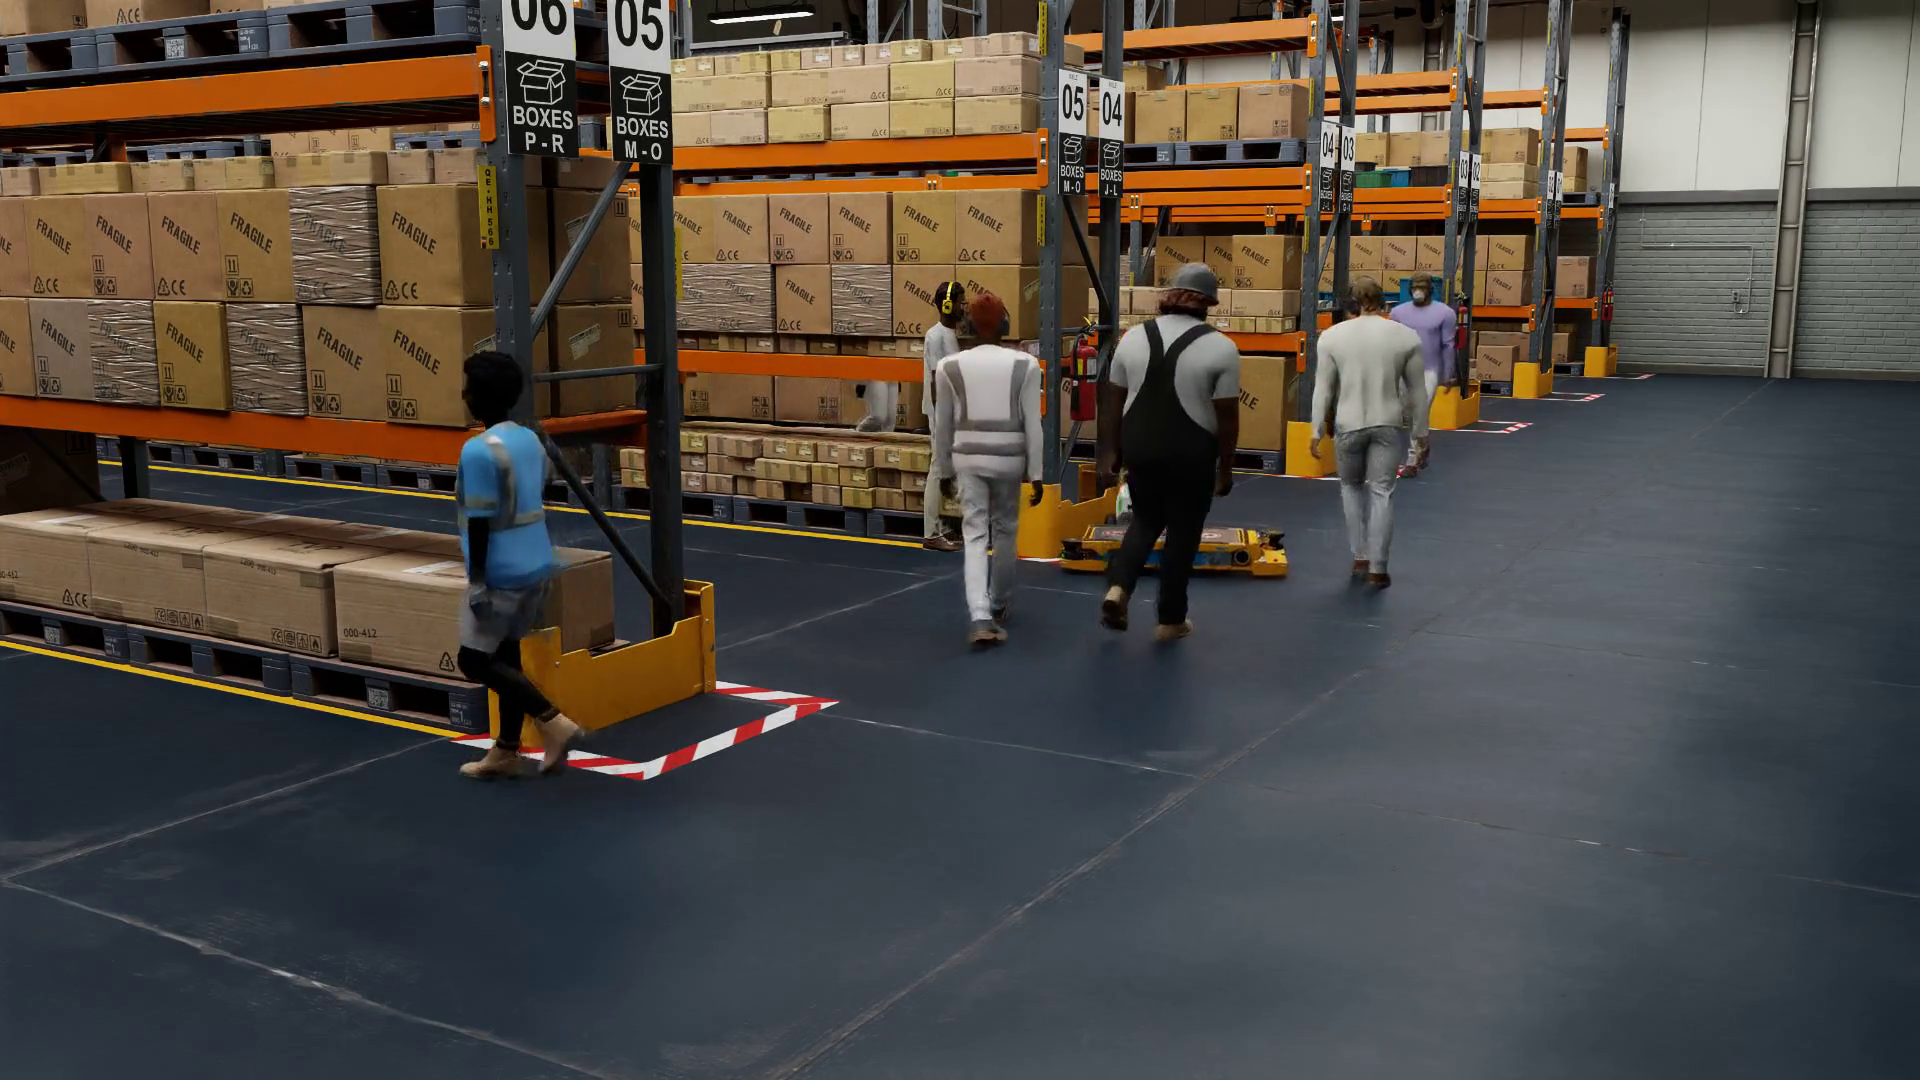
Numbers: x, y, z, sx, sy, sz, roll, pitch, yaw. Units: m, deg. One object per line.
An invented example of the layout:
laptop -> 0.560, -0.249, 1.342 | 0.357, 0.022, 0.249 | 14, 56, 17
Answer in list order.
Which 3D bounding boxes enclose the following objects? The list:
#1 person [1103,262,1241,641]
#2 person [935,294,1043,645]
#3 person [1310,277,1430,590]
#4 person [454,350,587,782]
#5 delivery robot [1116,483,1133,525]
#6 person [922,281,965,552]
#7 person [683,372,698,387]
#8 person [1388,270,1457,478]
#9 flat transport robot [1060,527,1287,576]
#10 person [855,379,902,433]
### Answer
person -> 1.129, -0.467, 8.716 | 0.727, 2.000, 0.596 | 6, 12, 33
person -> 0.152, -0.381, 8.854 | 0.579, 1.845, 0.963 | 0, 10, 2
person -> 2.548, -0.668, 10.307 | 0.732, 1.892, 0.716 | 2, 10, 10
person -> -1.686, 0.120, 6.323 | 0.489, 1.678, 0.544 | 2, 10, 10
delivery robot -> 1.265, -0.248, 11.508 | 0.477, 0.478, 0.707 | 1, 10, 8
person -> -0.088, -0.847, 11.482 | 0.333, 1.860, 0.510 | 2, 10, 13
person -> -2.882, -1.843, 17.116 | 0.650, 1.919, 0.570 | 5, 11, 28
person -> 4.299, -1.562, 15.542 | 0.641, 1.908, 0.936 | 6, 11, 31
flat transport robot -> 1.391, 0.057, 10.821 | 1.431, 0.197, 0.652 | 1, 10, 9
person -> -0.789, -1.507, 15.461 | 0.531, 1.827, 0.630 | 5, 11, 27
